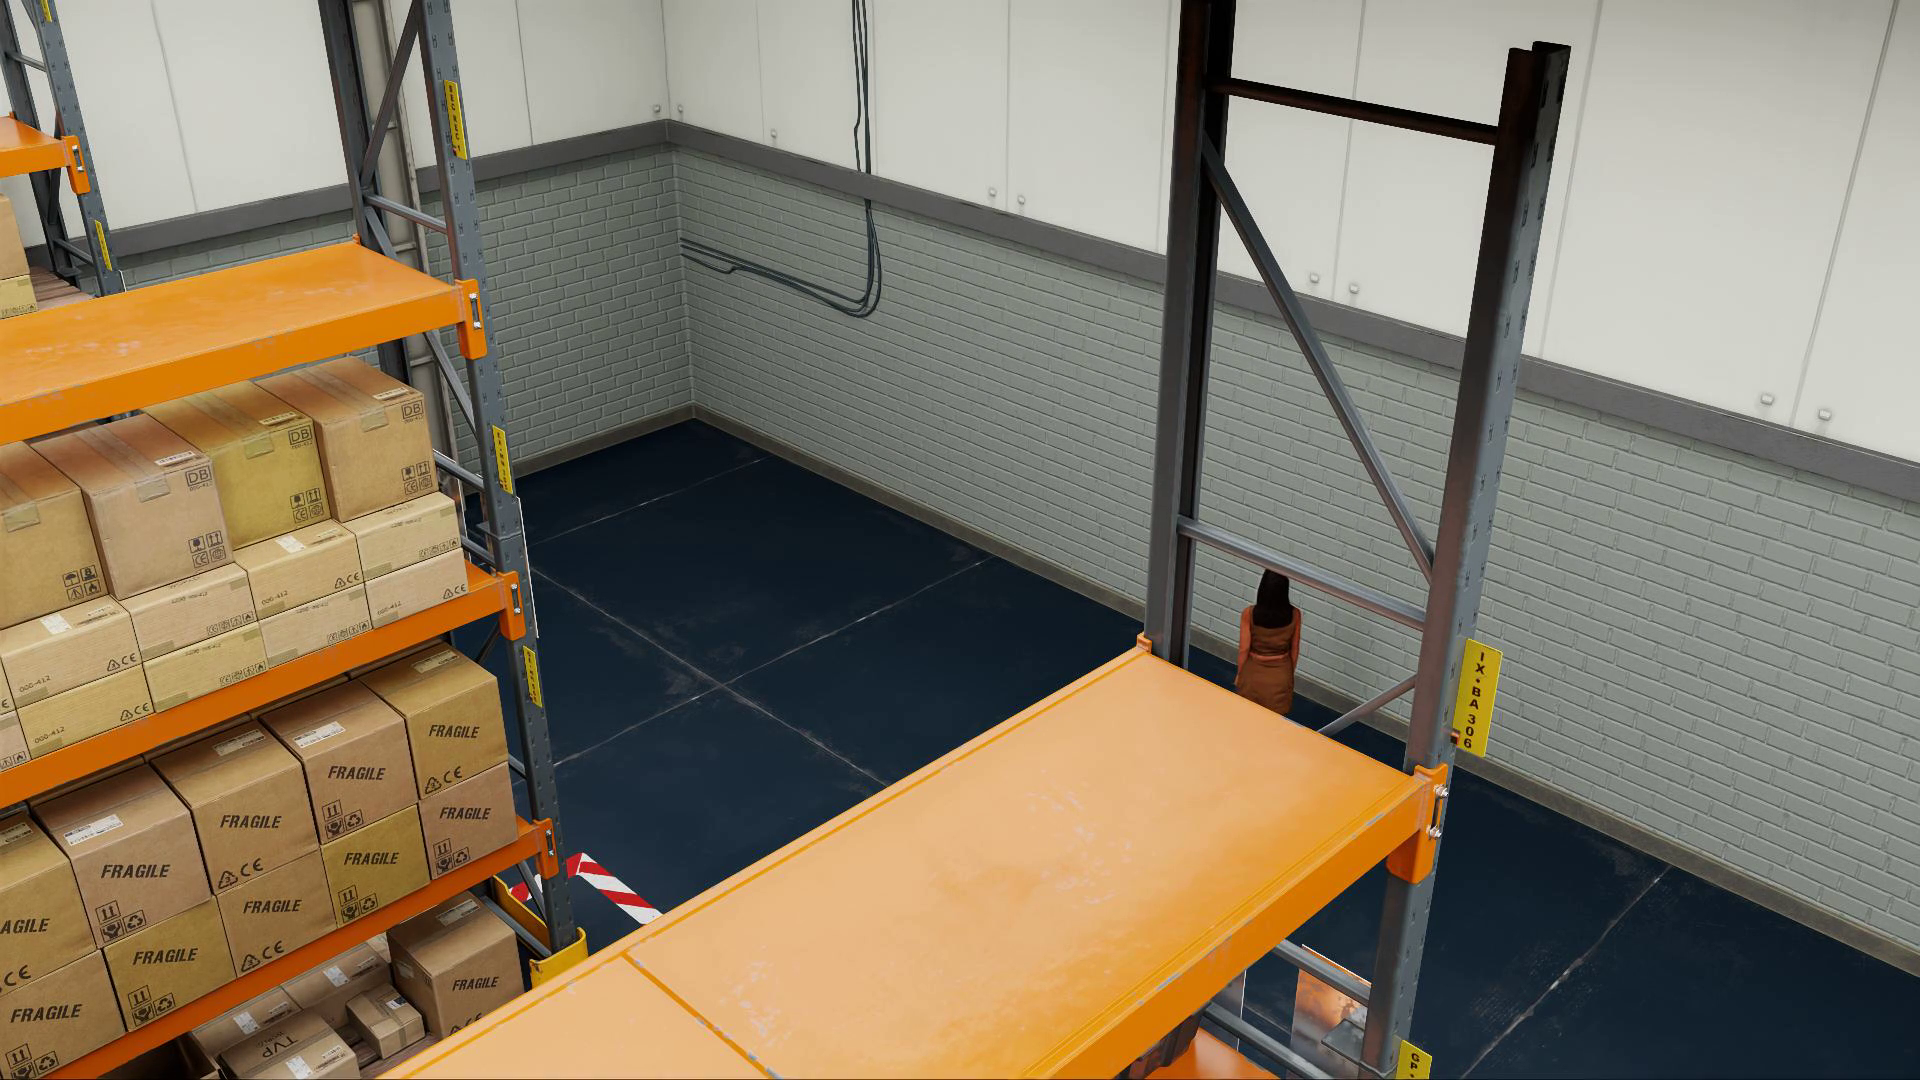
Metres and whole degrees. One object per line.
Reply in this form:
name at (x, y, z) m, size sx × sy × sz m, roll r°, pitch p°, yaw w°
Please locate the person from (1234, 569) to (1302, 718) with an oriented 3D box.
person at (2.027, 0.921, 11.011) m, size 0.625 × 1.690 × 0.695 m, roll -2°, pitch 27°, yaw -3°
